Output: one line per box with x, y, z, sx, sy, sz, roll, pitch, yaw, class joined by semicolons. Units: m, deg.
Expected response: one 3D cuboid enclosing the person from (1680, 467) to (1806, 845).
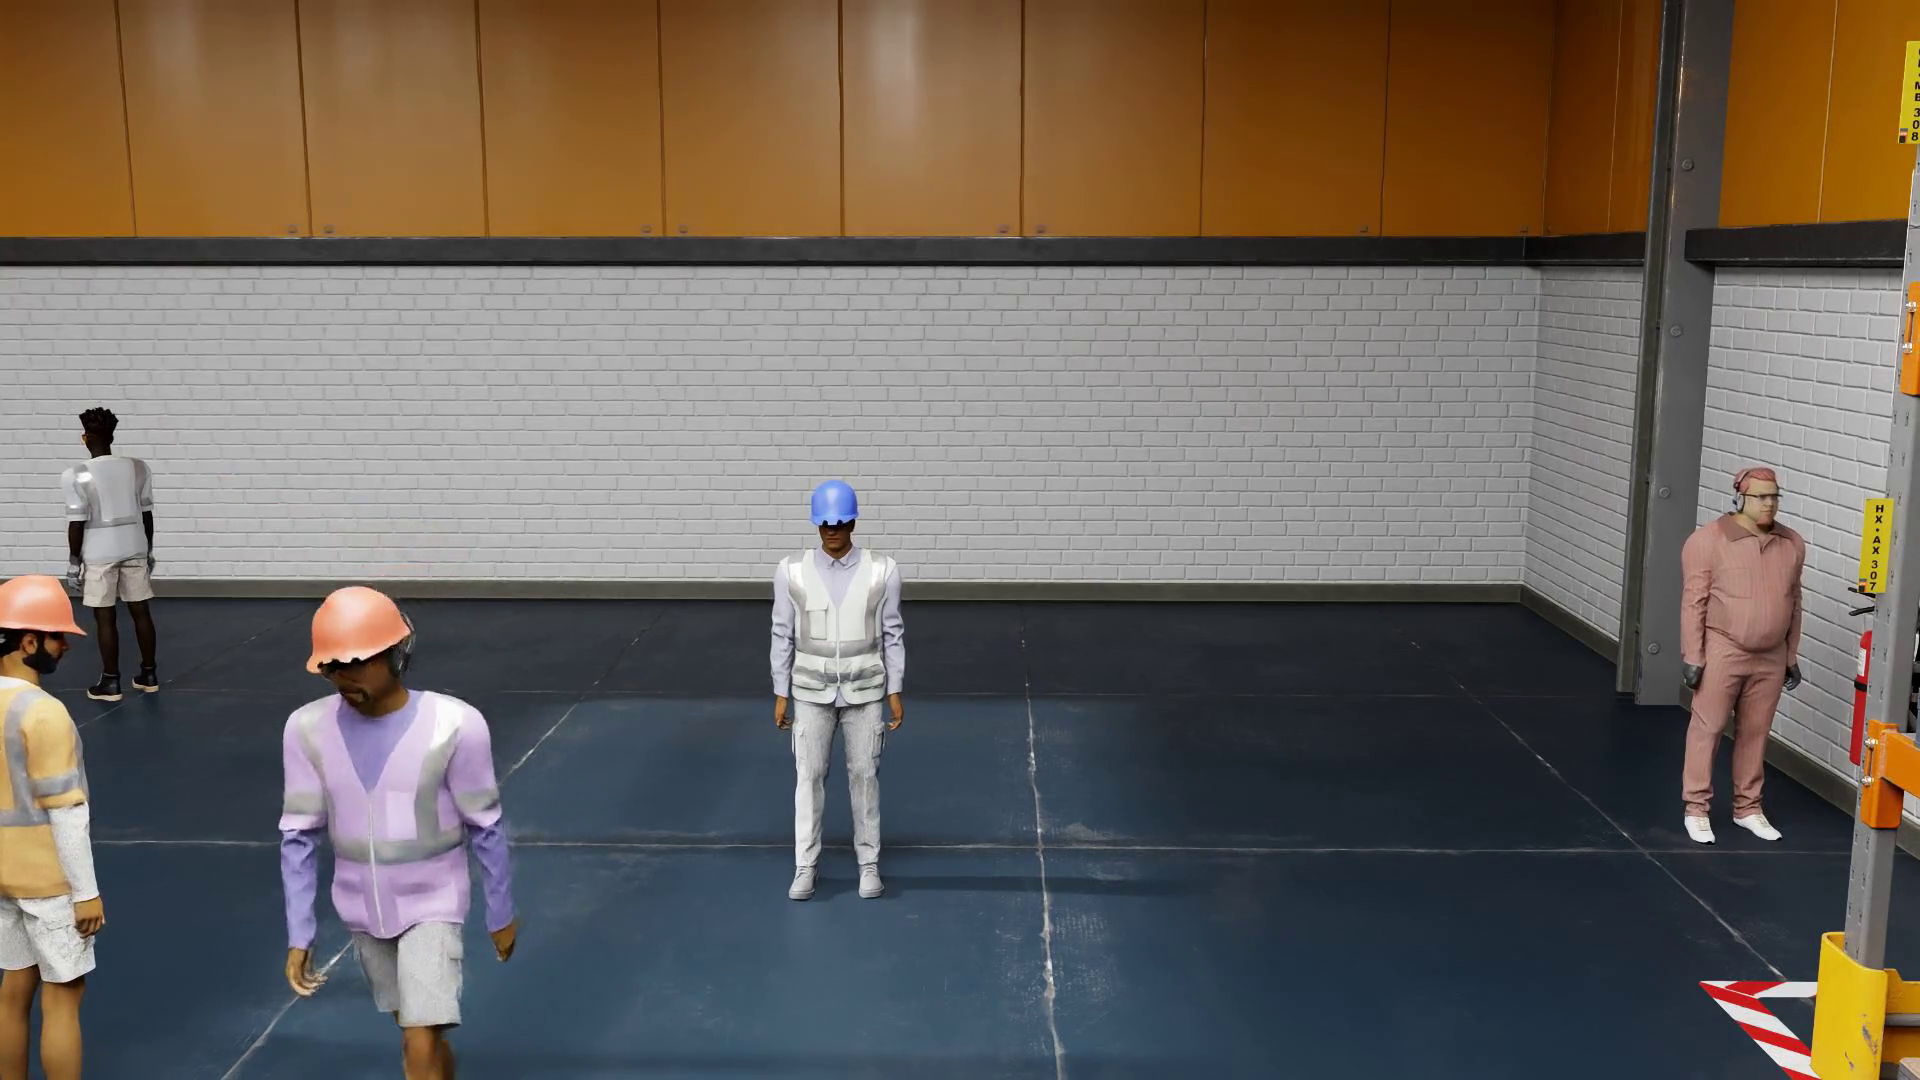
3.952;0.580;8.390;0.643;1.912;0.410;-1;10;-8;person

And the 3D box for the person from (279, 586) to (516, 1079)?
-1.688;1.125;4.869;0.610;1.987;1.045;1;10;7;person

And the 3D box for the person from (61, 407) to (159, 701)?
-5.683;0.092;11.143;0.369;1.967;0.601;7;12;35;person

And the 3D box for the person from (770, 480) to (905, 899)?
-0.559;0.687;7.632;0.618;1.945;0.395;-1;9;-3;person

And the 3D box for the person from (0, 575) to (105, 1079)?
-2.973;1.070;5.401;0.543;1.928;0.374;5;11;28;person
